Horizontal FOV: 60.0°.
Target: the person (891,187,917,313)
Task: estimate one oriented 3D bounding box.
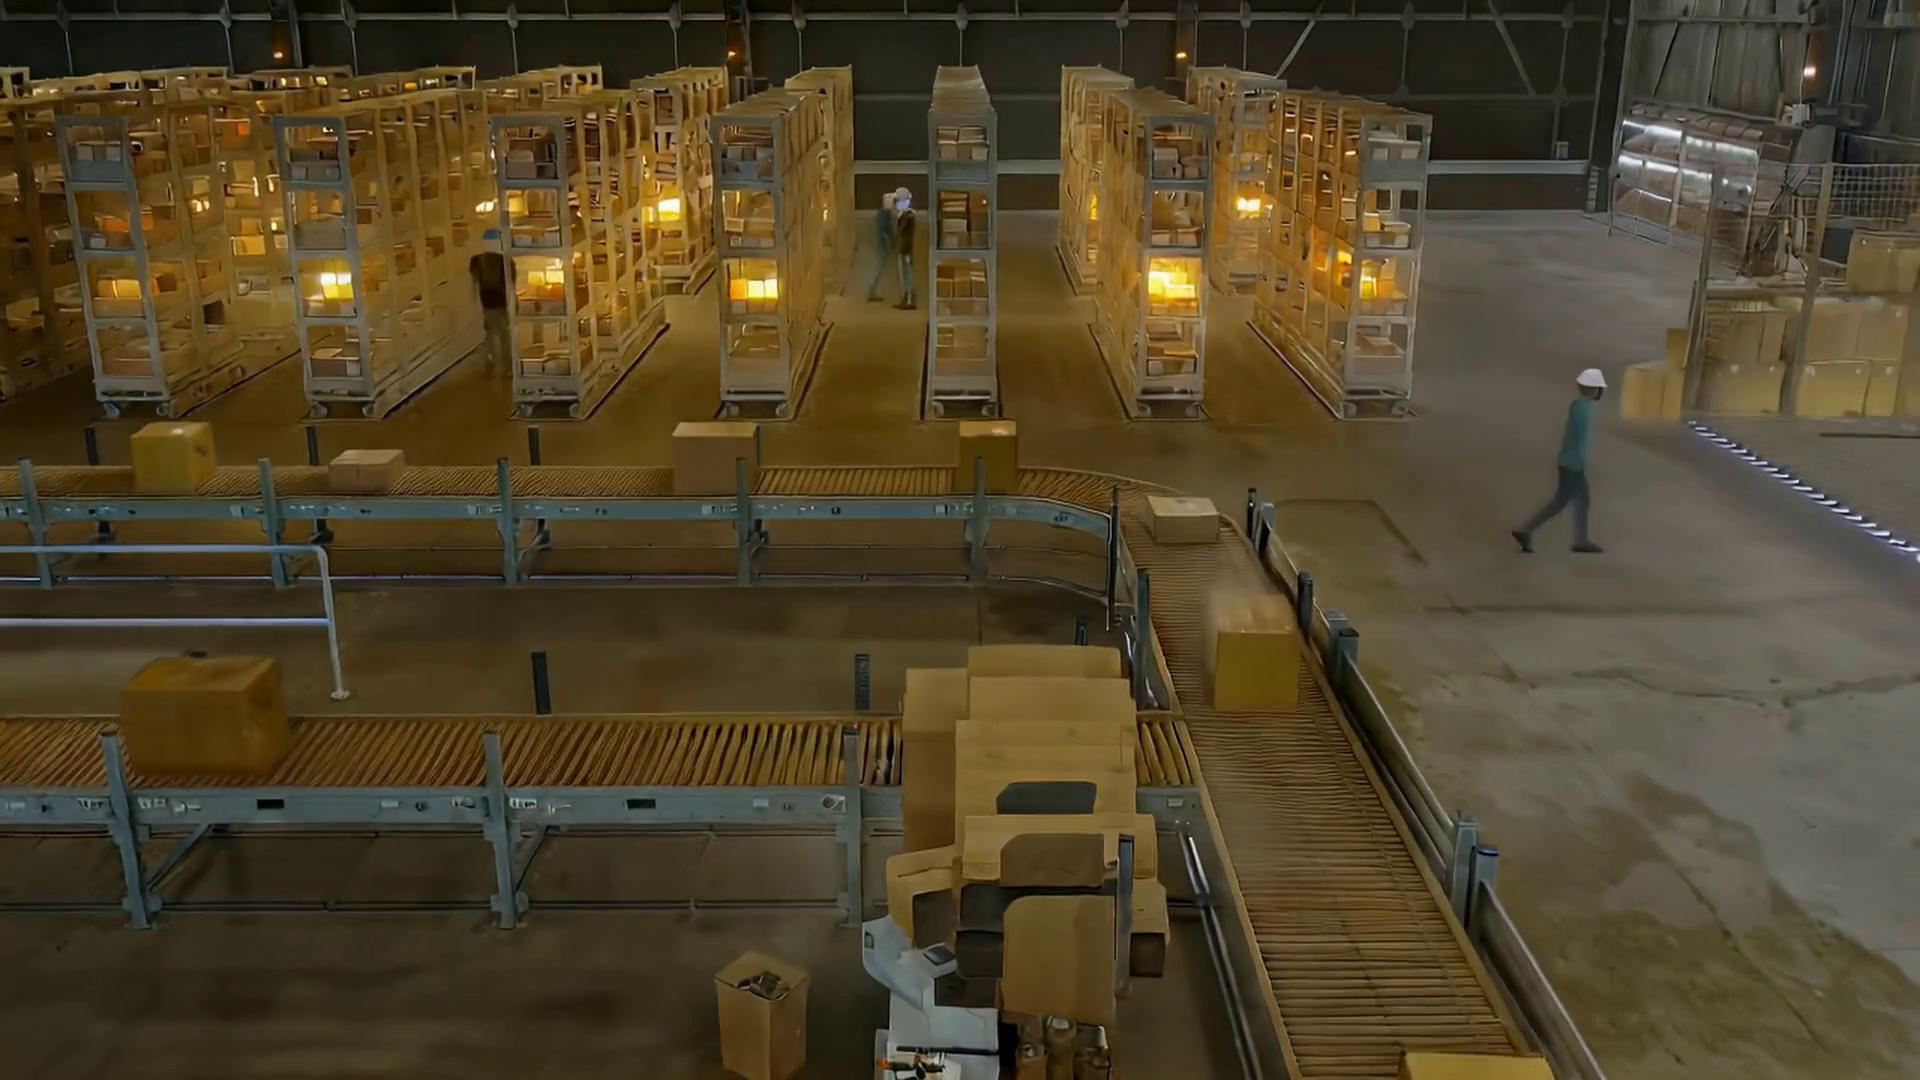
[{"bbox_3d":[-0.891,-4.684,26.844,0.382,1.993,0.609,-7,19,-21],"label":"person"}]

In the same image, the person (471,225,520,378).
[{"bbox_3d":[-6.120,-3.128,21.987,0.627,2.033,0.491,0,18,-1],"label":"person"}]

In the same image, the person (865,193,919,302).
[{"bbox_3d":[-1.154,-4.867,27.714,0.959,1.796,0.583,-2,18,-6],"label":"person"}]

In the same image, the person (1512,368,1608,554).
[{"bbox_3d":[5.466,-0.710,15.000,0.779,1.735,0.532,5,19,16],"label":"person"}]
